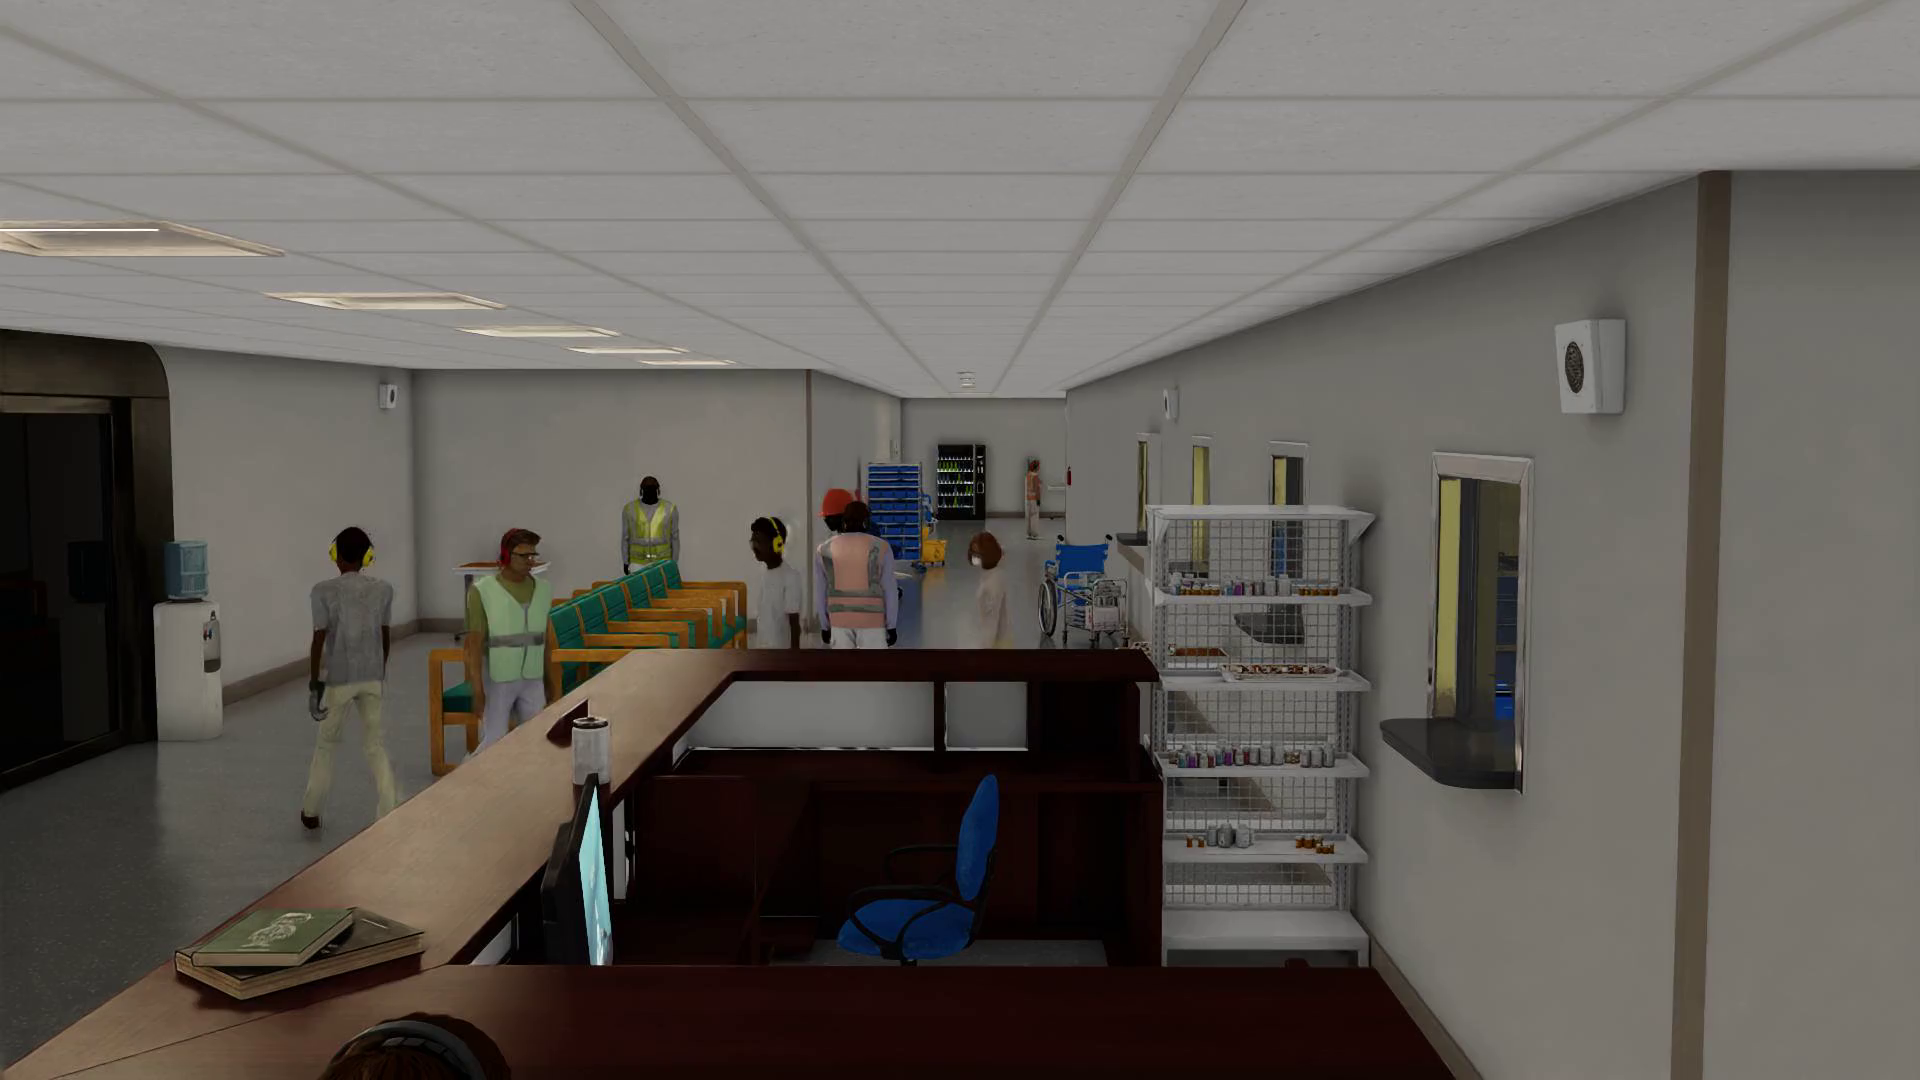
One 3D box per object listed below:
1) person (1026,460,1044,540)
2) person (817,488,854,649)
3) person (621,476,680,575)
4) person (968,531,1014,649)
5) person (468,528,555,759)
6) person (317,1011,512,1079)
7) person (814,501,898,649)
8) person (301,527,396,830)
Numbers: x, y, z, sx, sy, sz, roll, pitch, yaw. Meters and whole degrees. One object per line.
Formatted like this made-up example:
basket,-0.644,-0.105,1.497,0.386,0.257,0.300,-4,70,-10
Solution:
person,1.507,-0.814,33.879,0.309,1.641,0.513,-1,4,-19
person,-0.885,0.563,12.637,0.405,1.914,0.554,0,4,-3
person,-3.352,0.223,18.016,0.630,1.836,0.430,-1,4,-8
person,0.249,0.731,12.378,0.421,1.601,0.537,-1,4,-9
person,-2.672,0.828,9.746,0.778,1.818,0.612,3,5,39
person,-0.541,1.389,1.667,0.618,1.836,0.431,1,4,12
person,-0.748,0.628,12.294,0.619,1.838,0.430,1,4,13
person,-3.540,0.835,9.683,0.533,1.810,0.920,-3,5,-38
